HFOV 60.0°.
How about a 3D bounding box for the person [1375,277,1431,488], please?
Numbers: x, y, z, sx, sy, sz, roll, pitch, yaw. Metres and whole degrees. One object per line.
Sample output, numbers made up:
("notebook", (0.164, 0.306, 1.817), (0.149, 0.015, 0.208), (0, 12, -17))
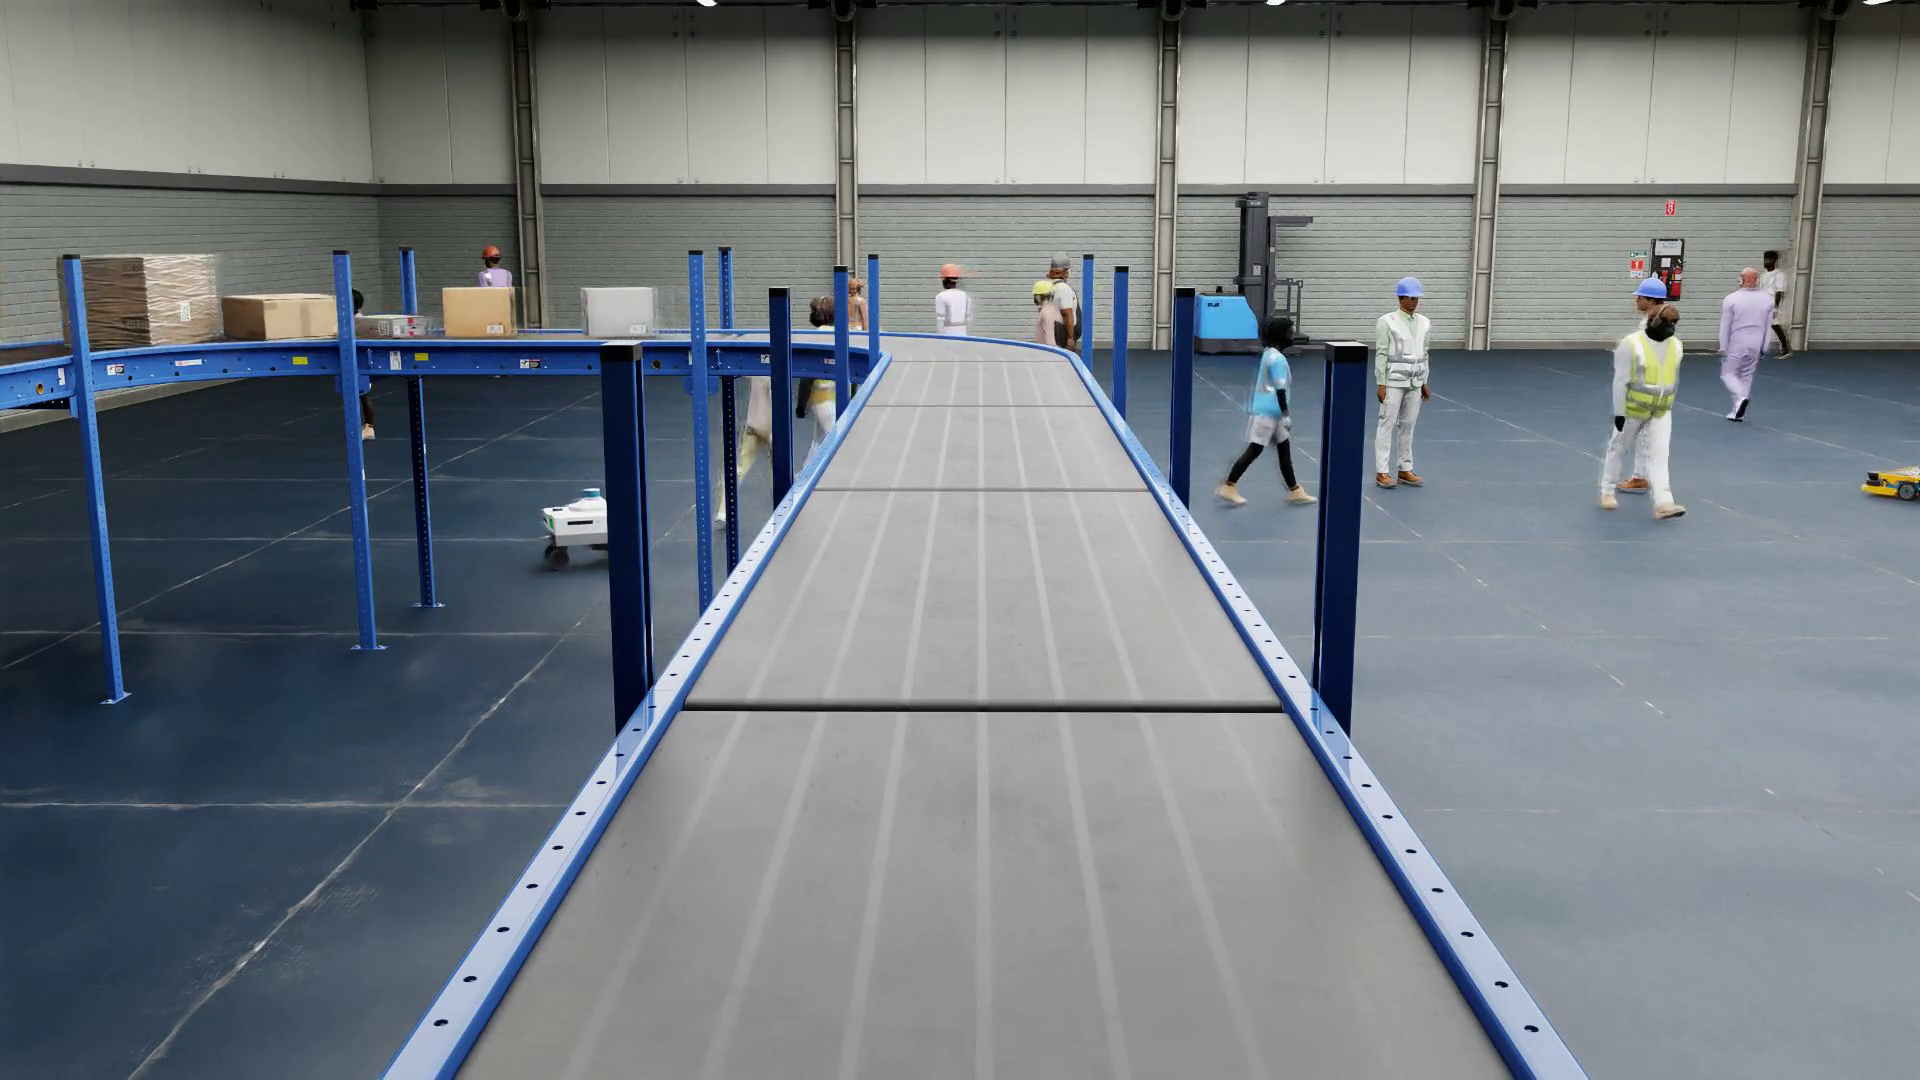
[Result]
("person", (4.131, -1.474, 15.538), (0.604, 1.949, 0.384), (-5, 12, -25))

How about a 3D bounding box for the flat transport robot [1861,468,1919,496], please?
("flat transport robot", (8.903, -0.464, 14.780), (0.652, 0.197, 1.431), (-8, 13, -35))

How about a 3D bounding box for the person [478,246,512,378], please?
("person", (-7.315, -3.582, 26.128), (0.384, 2.039, 0.616), (8, 14, 36))

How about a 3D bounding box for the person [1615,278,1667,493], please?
("person", (6.295, -1.418, 15.244), (0.379, 1.950, 0.609), (8, 14, 36))

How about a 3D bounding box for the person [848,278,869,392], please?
("person", (-1.472, -2.887, 23.594), (0.307, 1.641, 0.513), (-10, 15, -42))

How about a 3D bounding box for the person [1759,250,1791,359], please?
("person", (14.346, -4.164, 29.443), (0.983, 1.922, 0.617), (-2, 11, -11))

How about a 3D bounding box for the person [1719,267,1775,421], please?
("person", (9.605, -2.379, 20.347), (0.649, 1.889, 0.616), (0, 11, -1))

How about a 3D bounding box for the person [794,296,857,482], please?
("person", (-1.221, -1.266, 14.866), (0.968, 1.797, 0.644), (5, 12, 26))

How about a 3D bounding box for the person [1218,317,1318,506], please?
("person", (2.679, -1.102, 14.471), (0.894, 1.661, 0.541), (1, 11, 4))

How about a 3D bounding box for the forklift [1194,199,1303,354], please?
("forklift", (5.313, -4.851, 30.603), (1.873, 2.768, 1.129), (0, 11, 1))

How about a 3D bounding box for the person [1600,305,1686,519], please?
("person", (5.782, -1.090, 14.031), (0.642, 1.776, 1.003), (-1, 11, -7))

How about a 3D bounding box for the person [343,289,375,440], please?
("person", (-6.802, -1.986, 18.815), (0.322, 1.697, 0.531), (-4, 12, -18))

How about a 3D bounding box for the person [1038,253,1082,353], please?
("person", (1.315, -2.606, 21.228), (0.539, 2.000, 0.689), (-5, 12, -25))

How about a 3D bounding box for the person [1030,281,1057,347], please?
("person", (1.000, -2.301, 20.375), (0.926, 1.710, 0.548), (1, 11, 5))

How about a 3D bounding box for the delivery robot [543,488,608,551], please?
("delivery robot", (-2.663, -0.133, 12.107), (0.707, 0.478, 0.477), (-4, 12, -20))

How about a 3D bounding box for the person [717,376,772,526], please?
("person", (-1.628, -0.898, 13.524), (0.839, 1.579, 0.597), (-9, 14, -38))

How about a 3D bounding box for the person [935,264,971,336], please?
("person", (-0.183, -2.530, 21.068), (0.576, 1.901, 0.918), (-9, 14, -37))
